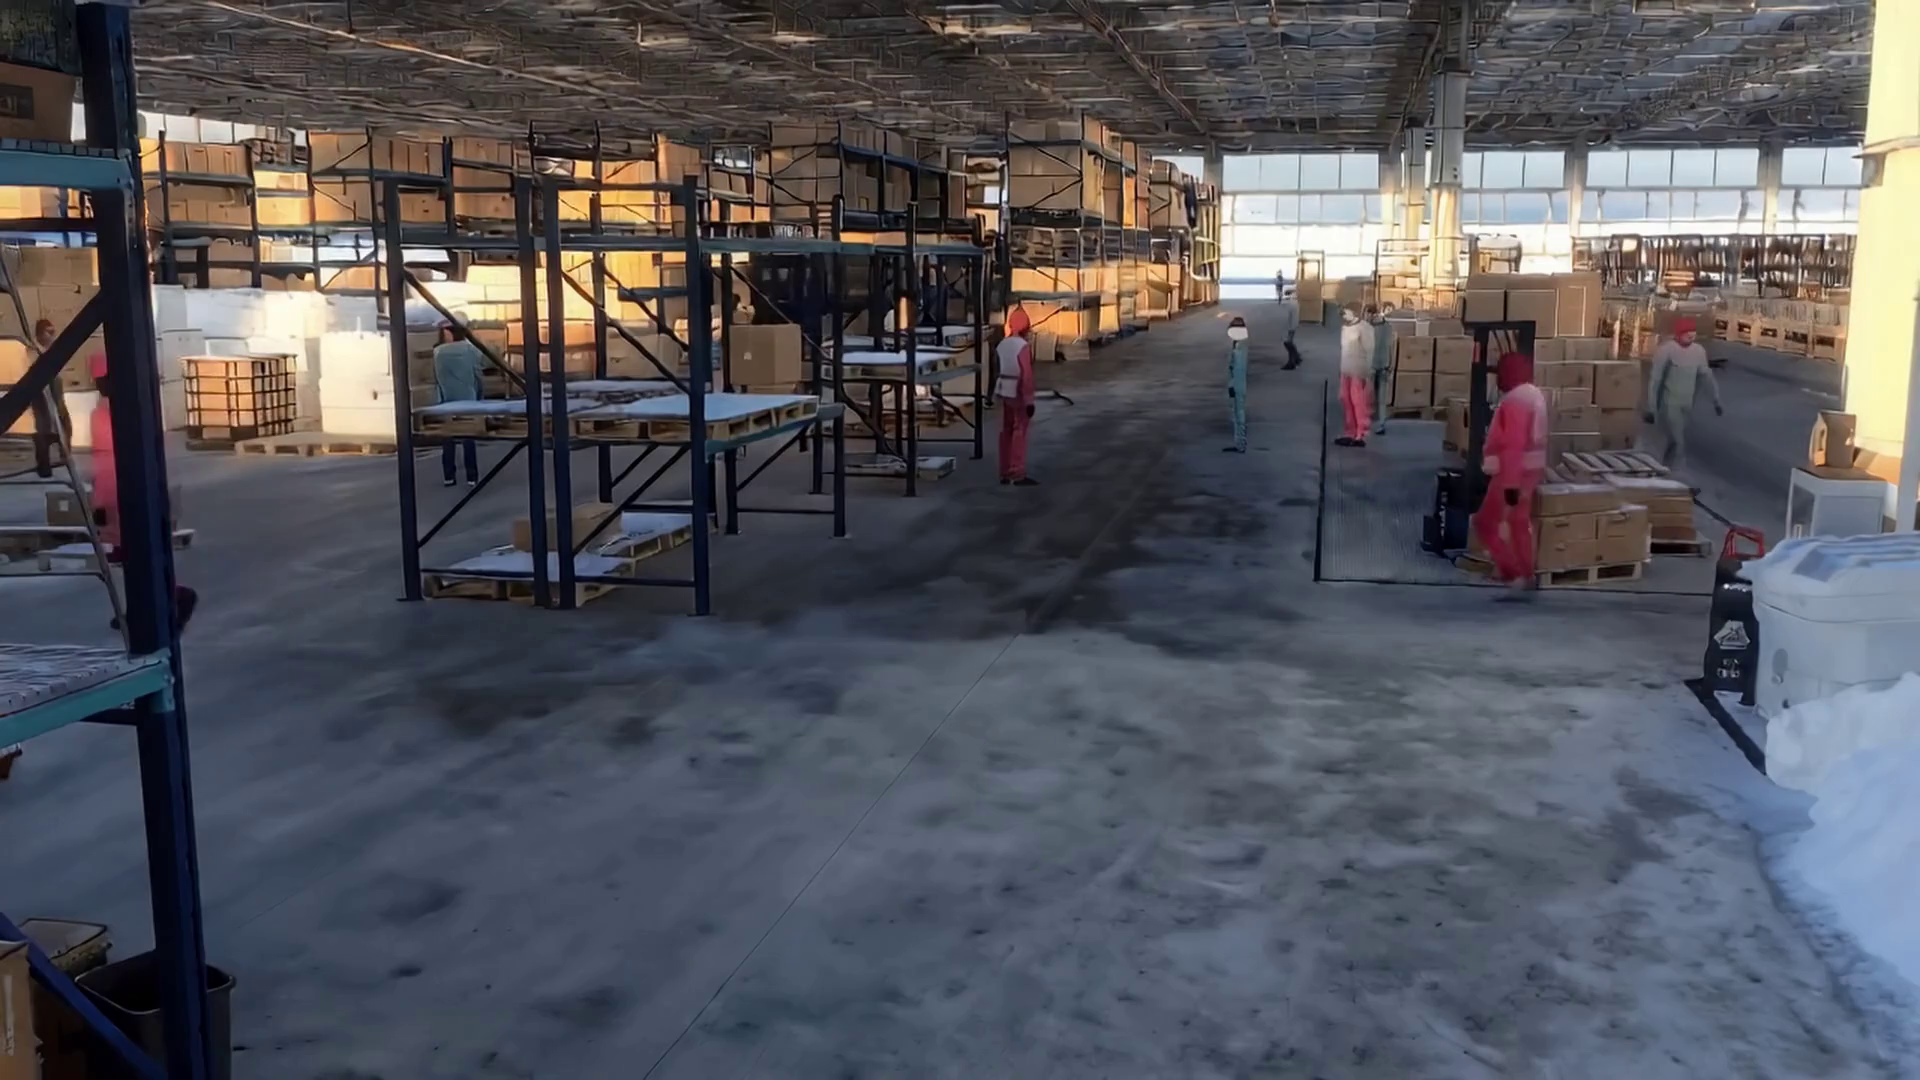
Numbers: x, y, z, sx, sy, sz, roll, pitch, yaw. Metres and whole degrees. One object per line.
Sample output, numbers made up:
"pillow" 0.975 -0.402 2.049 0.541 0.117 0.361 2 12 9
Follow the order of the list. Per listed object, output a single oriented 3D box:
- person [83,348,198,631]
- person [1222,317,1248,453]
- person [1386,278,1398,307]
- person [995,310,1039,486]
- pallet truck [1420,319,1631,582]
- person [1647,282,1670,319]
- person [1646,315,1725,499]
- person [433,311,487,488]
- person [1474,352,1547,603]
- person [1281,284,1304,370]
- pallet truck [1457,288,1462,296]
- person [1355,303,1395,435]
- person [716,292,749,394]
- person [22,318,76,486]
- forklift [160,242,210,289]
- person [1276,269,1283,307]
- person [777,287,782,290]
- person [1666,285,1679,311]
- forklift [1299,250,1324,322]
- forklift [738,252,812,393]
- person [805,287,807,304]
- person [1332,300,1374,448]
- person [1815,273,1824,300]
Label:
"person" -5.361 -0.302 10.895 0.735 1.912 0.571 2 10 12
"person" 3.530 -1.982 21.303 0.296 1.743 0.492 3 10 17
"person" 14.562 -7.920 56.001 0.485 1.894 0.649 5 11 25
"person" 0.602 -1.545 18.199 0.392 1.920 0.588 -5 11 -29
"pallet truck" 4.543 -0.757 13.299 0.823 1.965 1.885 -4 10 -22
"person" 20.229 -6.552 48.141 0.627 1.813 0.571 2 10 13
"person" 7.489 -1.358 17.141 0.664 1.894 0.908 -5 11 -27
"person" -5.431 -1.528 18.119 0.585 1.918 0.409 3 10 15
"person" 3.968 -0.437 11.968 0.458 1.814 0.638 6 11 31
"person" 7.416 -4.748 37.131 0.423 1.927 0.564 1 10 8
"pallet truck" 20.506 -9.785 68.819 0.653 1.274 1.630 2 10 12
"person" 5.876 -2.411 23.490 0.520 1.865 0.327 8 13 41
"person" -3.638 -2.988 26.607 0.613 1.962 0.361 -9 13 -44
"person" -9.963 -1.495 18.163 0.426 1.830 0.501 3 10 16
"forklift" -16.064 -4.809 34.686 1.129 2.768 1.873 2 10 12
"person" 16.712 -13.216 87.135 0.416 1.987 0.607 1 10 6
"person" -6.631 -8.787 61.432 0.941 1.795 0.646 2 10 14
"person" 21.778 -6.976 51.087 0.557 1.656 0.819 2 10 14
"forklift" 13.778 -10.002 65.433 1.129 2.768 1.873 2 10 12
"forklift" -3.375 -4.178 30.947 1.129 2.768 1.873 2 10 12
"person" -5.244 -7.752 55.089 0.608 1.885 0.948 3 10 15
"person" 5.185 -2.175 21.874 0.351 1.936 0.634 -3 10 -18
"person" 41.486 -11.942 80.108 0.899 1.811 0.573 4 10 24
